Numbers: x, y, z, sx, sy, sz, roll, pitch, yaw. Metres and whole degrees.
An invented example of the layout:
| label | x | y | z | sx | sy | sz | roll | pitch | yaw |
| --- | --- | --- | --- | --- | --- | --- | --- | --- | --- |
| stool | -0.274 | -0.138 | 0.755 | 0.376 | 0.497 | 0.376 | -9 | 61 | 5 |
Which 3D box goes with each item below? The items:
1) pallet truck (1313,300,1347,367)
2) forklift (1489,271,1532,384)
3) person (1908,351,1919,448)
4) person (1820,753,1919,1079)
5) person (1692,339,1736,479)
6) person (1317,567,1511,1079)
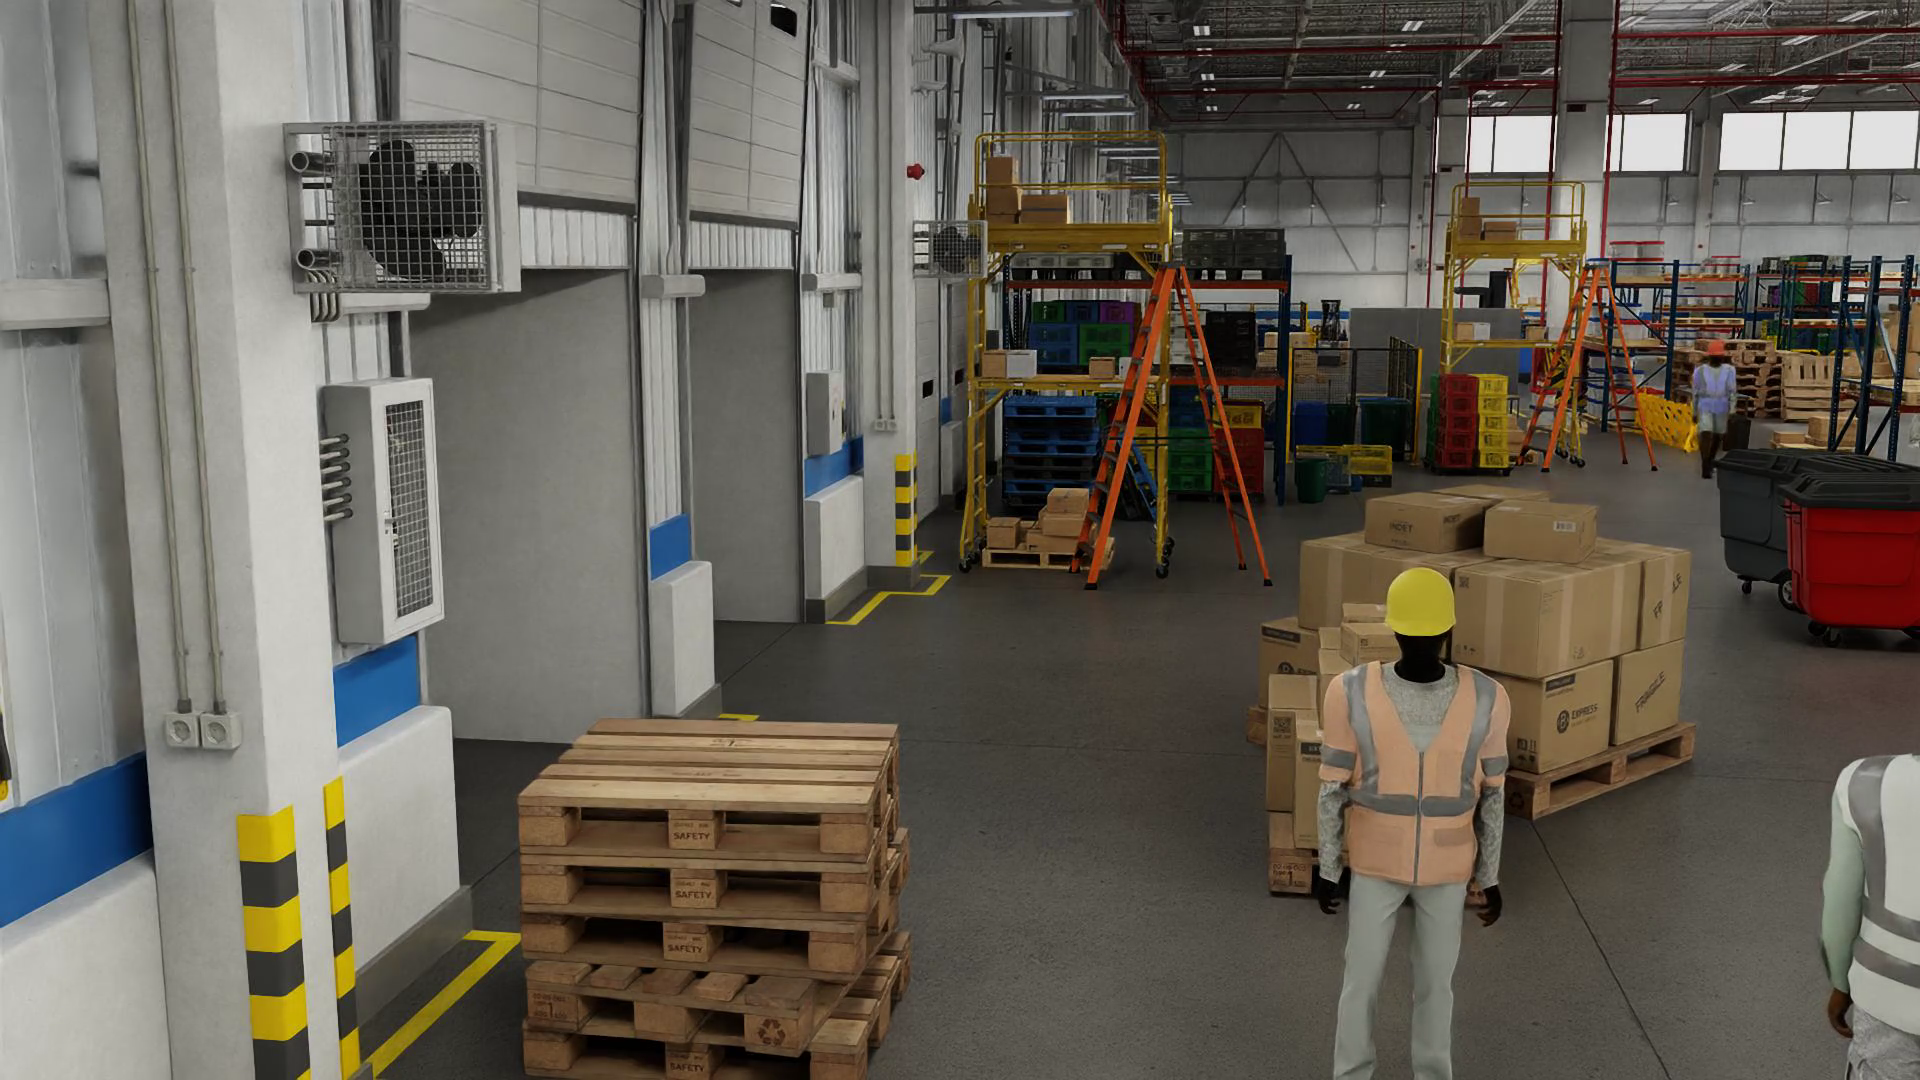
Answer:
| label | x | y | z | sx | sy | sz | roll | pitch | yaw |
| --- | --- | --- | --- | --- | --- | --- | --- | --- | --- |
| pallet truck | 11.159 | -6.200 | 49.718 | 0.823 | 1.965 | 1.885 | 4 | 10 | 26 |
| forklift | 13.422 | -5.322 | 41.591 | 1.873 | 2.768 | 1.129 | 1 | 9 | 9 |
| person | 15.503 | -2.339 | 26.726 | 0.331 | 1.735 | 0.495 | 5 | 10 | 28 |
| person | 2.538 | 1.198 | 4.281 | 0.403 | 1.937 | 0.604 | -8 | 12 | -42 |
| person | 10.386 | -1.821 | 22.974 | 0.551 | 1.914 | 0.706 | 2 | 9 | 14 |
| person | 1.446 | 1.032 | 5.336 | 0.594 | 1.924 | 0.383 | 1 | 9 | 7 |
